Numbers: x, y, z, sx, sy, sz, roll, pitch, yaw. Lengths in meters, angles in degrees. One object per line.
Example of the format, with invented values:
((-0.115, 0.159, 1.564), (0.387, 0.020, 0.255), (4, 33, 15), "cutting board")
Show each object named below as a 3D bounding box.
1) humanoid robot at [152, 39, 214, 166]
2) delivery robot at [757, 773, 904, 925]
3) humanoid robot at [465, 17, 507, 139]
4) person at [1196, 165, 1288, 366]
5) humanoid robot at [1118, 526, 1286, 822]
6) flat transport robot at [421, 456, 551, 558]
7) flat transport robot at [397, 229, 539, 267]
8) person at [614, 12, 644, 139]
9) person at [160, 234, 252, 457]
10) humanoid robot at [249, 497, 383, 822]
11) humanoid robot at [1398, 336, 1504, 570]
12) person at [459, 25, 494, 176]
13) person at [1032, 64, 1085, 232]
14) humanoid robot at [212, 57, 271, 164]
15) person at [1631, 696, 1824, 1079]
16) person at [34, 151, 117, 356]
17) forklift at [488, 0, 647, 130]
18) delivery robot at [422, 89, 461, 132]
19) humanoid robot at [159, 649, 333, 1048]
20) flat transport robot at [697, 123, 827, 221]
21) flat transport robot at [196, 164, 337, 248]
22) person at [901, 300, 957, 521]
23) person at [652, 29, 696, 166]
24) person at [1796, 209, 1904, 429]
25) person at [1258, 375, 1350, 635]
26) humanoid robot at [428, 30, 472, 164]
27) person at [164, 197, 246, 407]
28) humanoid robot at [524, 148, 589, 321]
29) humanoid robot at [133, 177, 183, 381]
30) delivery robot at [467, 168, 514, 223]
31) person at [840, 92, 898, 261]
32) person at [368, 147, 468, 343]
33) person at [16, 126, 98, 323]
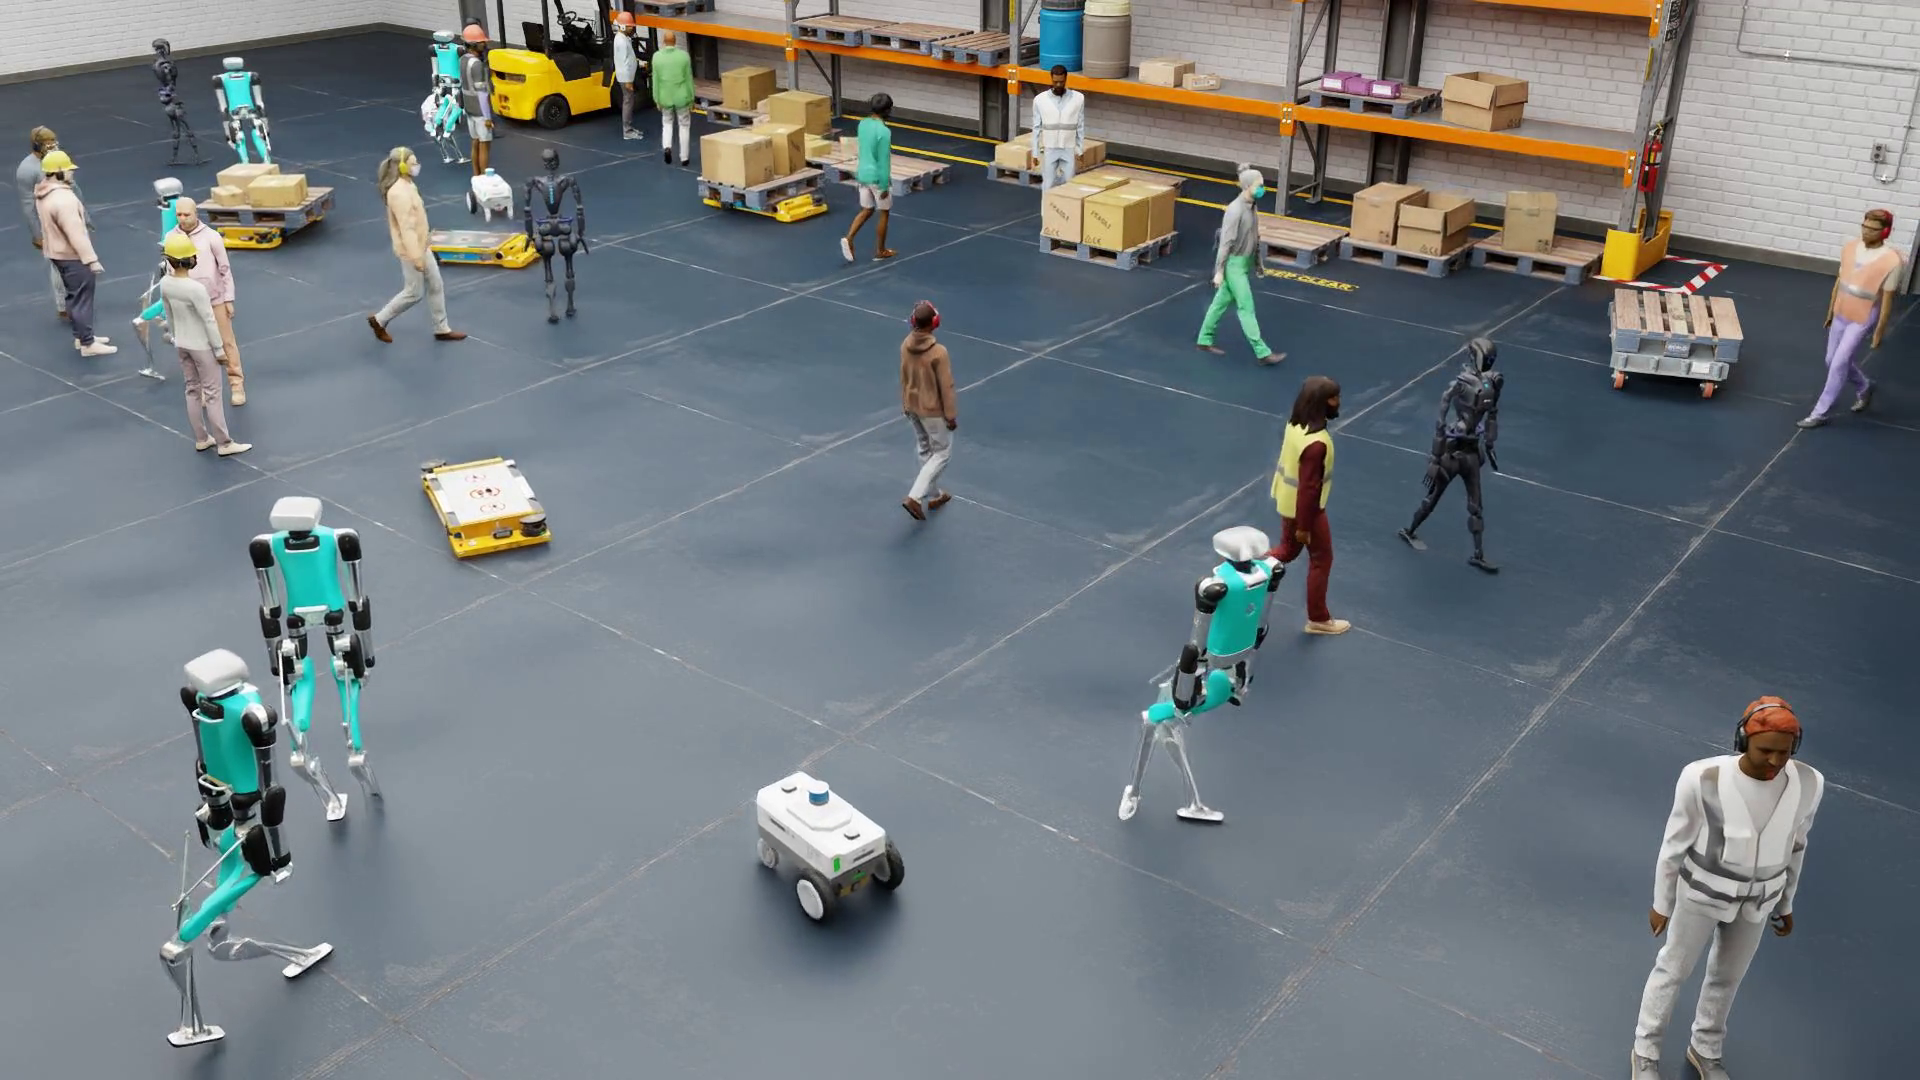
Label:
((-10.303, -5.777, 21.931), (0.573, 1.646, 0.599), (-14, 29, -26), "humanoid robot")
((-0.664, 1.488, 8.182), (0.499, 0.614, 0.791), (-21, 33, -36), "delivery robot")
((-6.788, -6.503, 23.435), (0.598, 1.656, 0.419), (22, 34, 38), "humanoid robot")
((2.575, -2.471, 14.931), (0.939, 1.791, 0.543), (12, 28, 24), "person")
((1.142, 0.667, 8.498), (0.589, 1.773, 0.877), (-18, 31, -32), "humanoid robot")
((-3.481, -0.276, 12.141), (0.659, 0.231, 1.431), (-12, 28, -23), "flat transport robot")
((-5.332, -3.177, 18.150), (1.431, 0.231, 0.659), (4, 26, 8), "flat transport robot")
((-4.668, -6.538, 23.420), (0.349, 1.738, 0.571), (-5, 26, -10), "person")
((-5.939, -1.516, 12.987), (0.523, 1.769, 0.312), (14, 29, 27), "person")
((-3.243, 0.729, 8.415), (0.534, 1.815, 0.788), (-5, 26, -11), "humanoid robot")
((3.401, -0.612, 11.273), (0.616, 1.621, 0.784), (-14, 29, -27), "humanoid robot")
((-5.900, -5.291, 20.491), (0.395, 2.043, 0.607), (-16, 30, -30), "person")
((1.110, -4.425, 18.855), (0.597, 1.909, 0.400), (-2, 26, -4), "person")
((-8.466, -4.795, 19.860), (0.539, 1.803, 0.773), (-16, 30, -30), "humanoid robot")
((3.082, 1.452, 6.707), (0.583, 1.882, 0.337), (0, 26, 0), "person")
((-8.095, -2.599, 15.131), (0.440, 1.857, 0.807), (-22, 33, -38), "person")
((-5.874, -7.334, 24.552), (1.214, 2.155, 2.313), (19, 32, 34), "forklift")
((-7.590, -6.255, 24.217), (0.499, 0.614, 0.786), (-3, 26, -6), "delivery robot")
((-3.231, 1.385, 7.072), (0.534, 1.765, 1.034), (16, 30, 29), "humanoid robot")
((-2.361, -4.089, 20.039), (1.431, 0.231, 0.659), (18, 31, 33), "flat transport robot")
((-7.900, -3.609, 19.044), (0.659, 0.231, 1.431), (2, 26, 4), "flat transport robot")
((-0.241, -0.920, 11.903), (0.488, 1.630, 0.552), (21, 33, 36), "person")
((-3.747, -5.799, 21.862), (0.549, 1.771, 0.450), (0, 26, 0), "person")
((7.311, -1.805, 13.526), (0.777, 1.821, 0.566), (-8, 27, -16), "person")
((2.069, -0.203, 10.293), (0.778, 1.747, 0.469), (-2, 26, -4), "person")
((-6.687, -5.699, 21.531), (0.533, 1.677, 0.735), (8, 27, 15), "humanoid robot")
((-6.352, -2.002, 13.974), (0.519, 1.784, 0.402), (-4, 26, -7), "person")
((-3.913, -2.929, 16.040), (0.609, 1.664, 0.471), (-6, 26, -11), "humanoid robot")
((-7.044, -2.218, 14.511), (0.530, 1.764, 1.003), (22, 34, 38), "humanoid robot")
((-5.561, -4.103, 19.760), (0.499, 0.613, 0.811), (-12, 28, -24), "delivery robot")
((-0.951, -3.842, 17.733), (0.517, 1.827, 0.684), (23, 34, 39), "person")
((-5.103, -2.693, 15.336), (0.781, 1.850, 0.561), (-2, 26, -4), "person")
((-8.572, -2.990, 15.872), (0.628, 1.908, 0.667), (1, 26, 2), "person")
